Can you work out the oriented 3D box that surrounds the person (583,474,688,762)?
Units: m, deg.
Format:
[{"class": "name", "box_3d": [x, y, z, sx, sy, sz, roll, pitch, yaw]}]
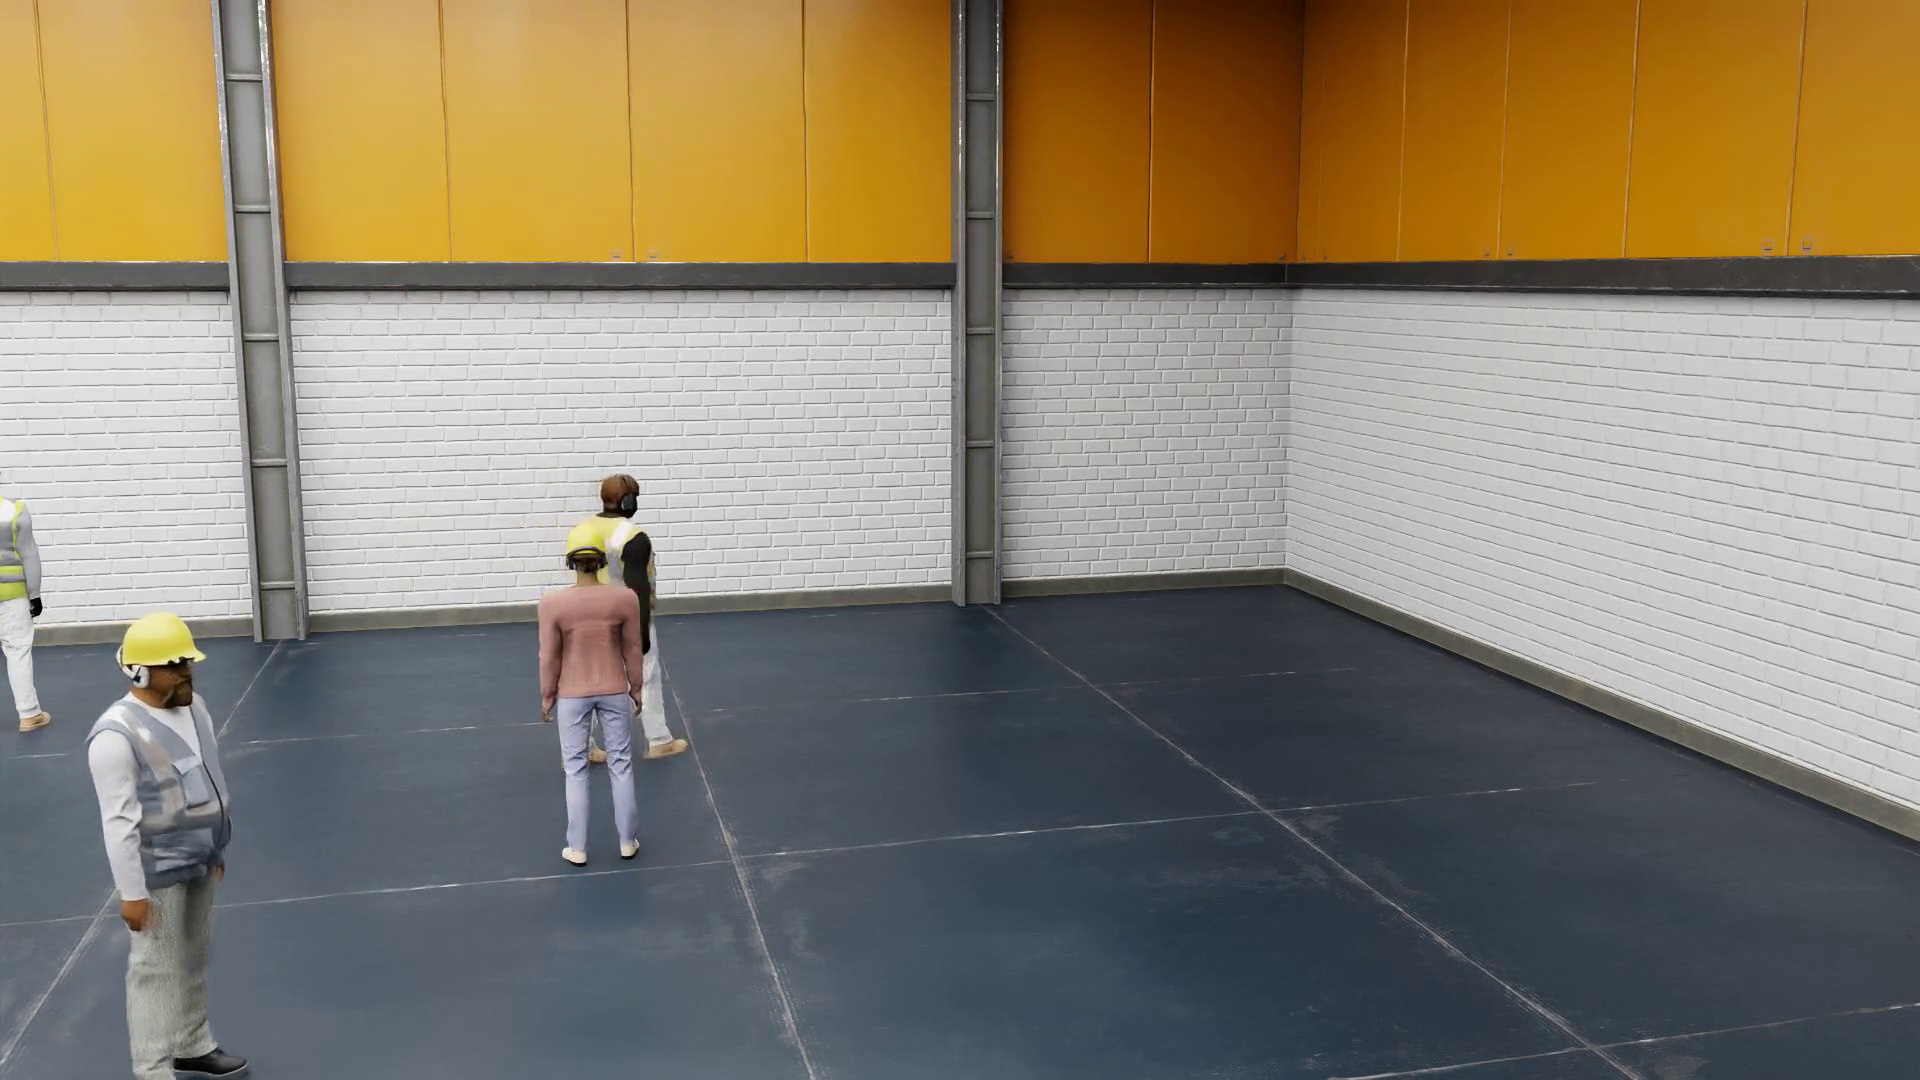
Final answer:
[{"class": "person", "box_3d": [-2.103, 0.492, 10.276, 0.640, 1.820, 0.774, 8, 12, 43]}]

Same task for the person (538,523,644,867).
[{"class": "person", "box_3d": [-1.896, 0.792, 8.564, 0.533, 1.765, 0.329, -3, 10, -21]}]

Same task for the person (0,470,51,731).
[{"class": "person", "box_3d": [-6.382, 0.365, 10.986, 0.622, 1.844, 0.429, -2, 9, -11]}]

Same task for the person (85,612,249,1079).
[{"class": "person", "box_3d": [-2.863, 1.160, 6.050, 0.404, 1.830, 0.599, 1, 9, 5]}]
